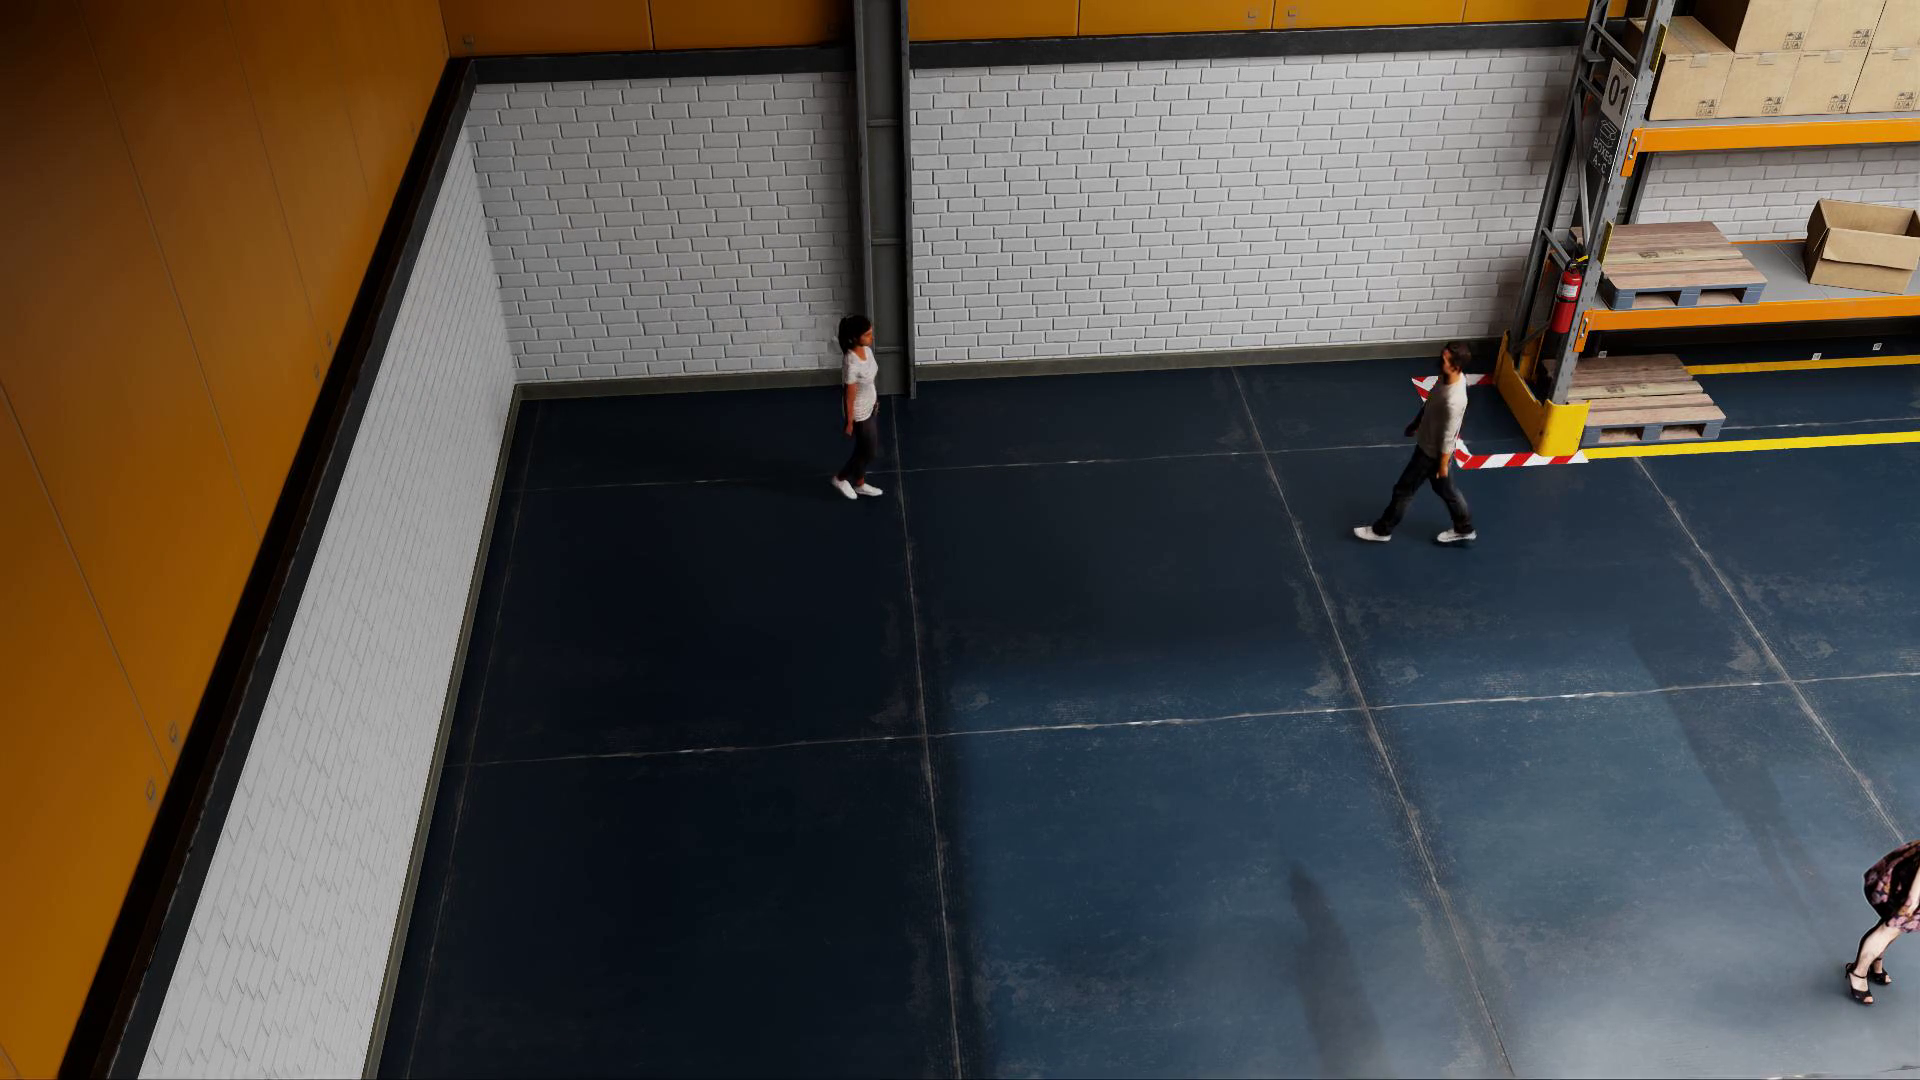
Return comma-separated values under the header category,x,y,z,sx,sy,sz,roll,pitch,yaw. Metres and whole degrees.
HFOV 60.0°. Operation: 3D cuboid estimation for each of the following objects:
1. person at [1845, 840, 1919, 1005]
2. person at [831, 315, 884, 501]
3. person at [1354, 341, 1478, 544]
category,x,y,z,sx,sy,sz,roll,pitch,yaw
person,5.211,1.848,8.985,0.776,1.774,0.856,-25,45,-28
person,-0.848,-1.007,12.674,0.702,1.632,0.652,6,39,8
person,3.562,-0.665,12.135,1.212,1.770,0.889,8,39,10
